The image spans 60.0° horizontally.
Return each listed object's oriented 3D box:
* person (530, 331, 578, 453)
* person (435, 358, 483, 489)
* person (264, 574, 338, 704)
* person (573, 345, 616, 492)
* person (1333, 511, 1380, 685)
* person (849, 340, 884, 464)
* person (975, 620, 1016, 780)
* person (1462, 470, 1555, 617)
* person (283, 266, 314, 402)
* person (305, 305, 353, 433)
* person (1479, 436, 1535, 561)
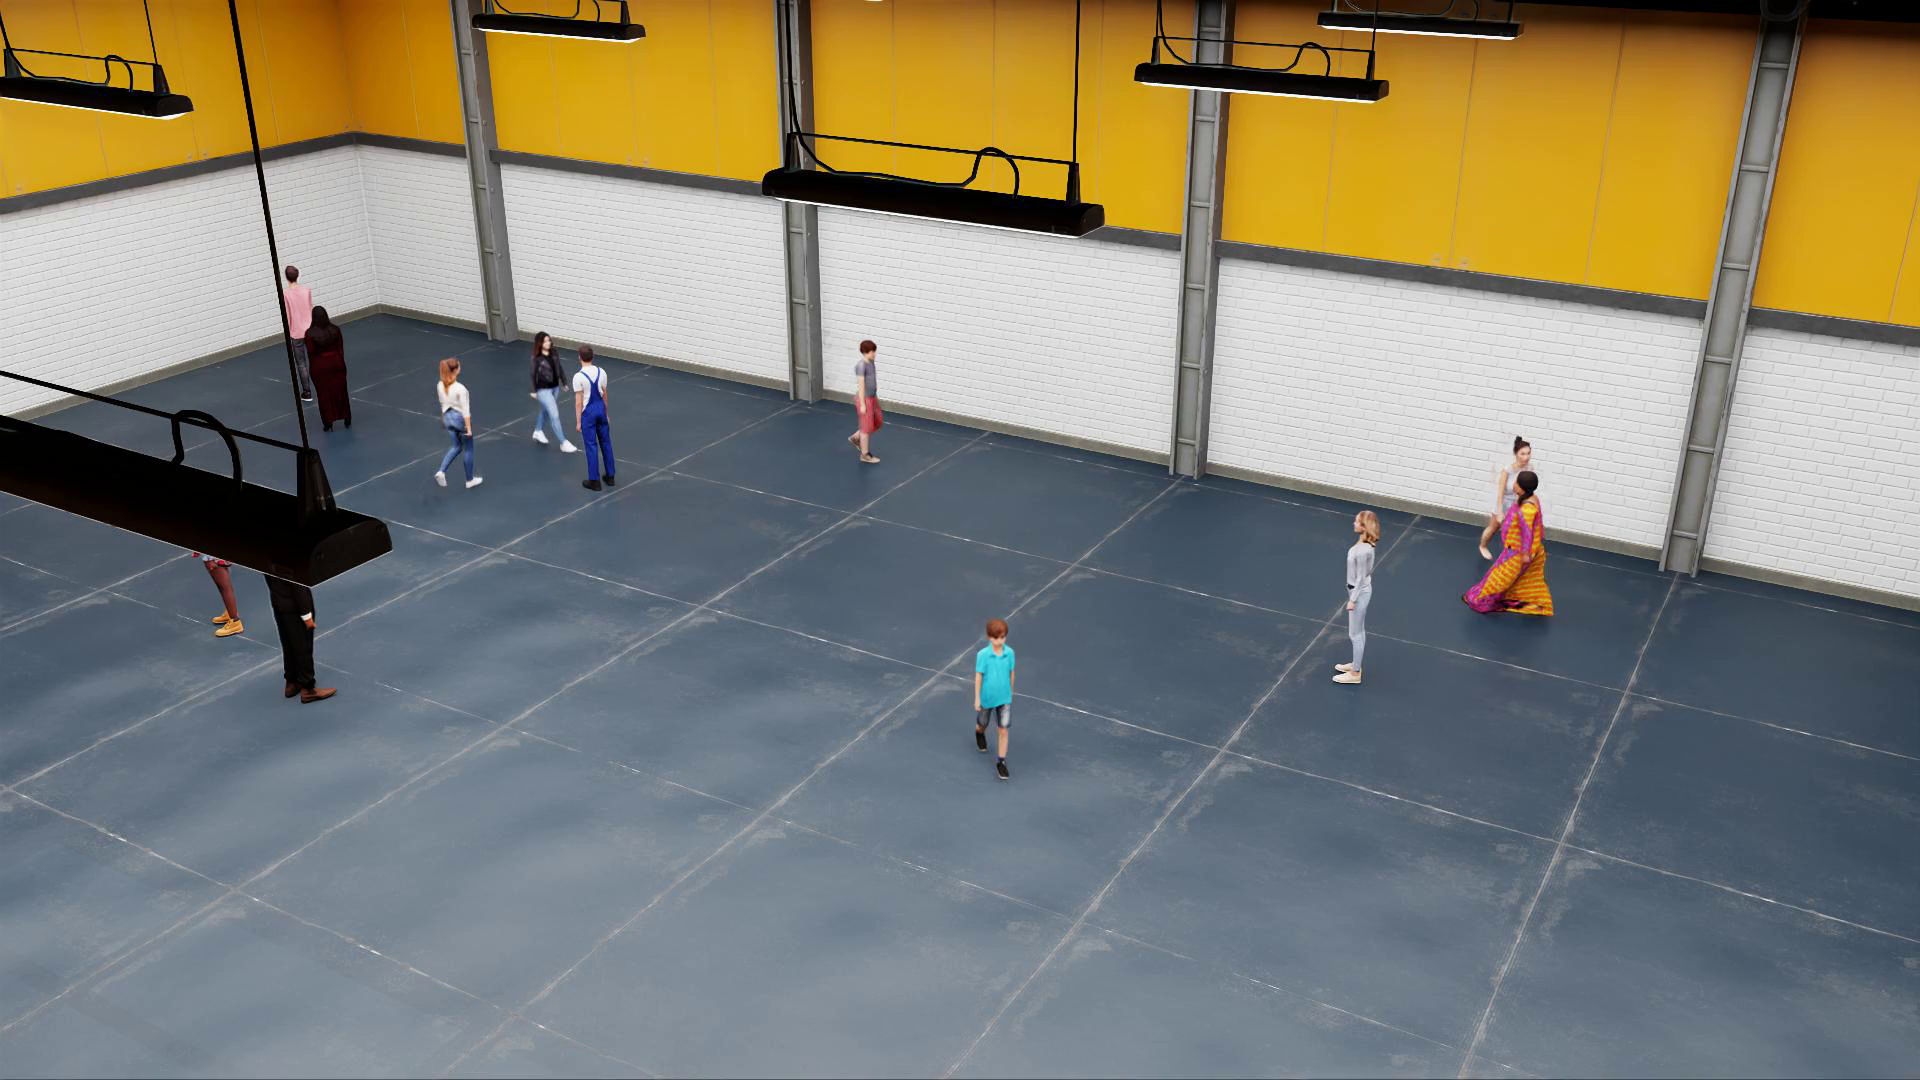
[{"bbox_3d":[-5.535,-1.980,22.138,1.087,1.590,0.672,15,28,30],"label":"person"},{"bbox_3d":[-6.318,-1.409,20.690,0.796,1.704,0.664,14,27,28],"label":"person"},{"bbox_3d":[-6.346,0.623,15.792,0.598,1.903,0.807,18,30,36],"label":"person"},{"bbox_3d":[-4.595,-1.543,20.815,0.693,1.849,0.673,-21,31,-39],"label":"person"},{"bbox_3d":[3.865,0.542,16.110,0.579,1.797,0.630,7,25,16],"label":"person"},{"bbox_3d":[-1.295,-1.824,21.723,0.746,1.636,0.603,11,26,24],"label":"person"},{"bbox_3d":[0.283,1.344,14.730,0.914,1.432,0.944,-5,24,-11],"label":"person"},{"bbox_3d":[5.933,0.069,17.387,1.197,1.641,0.744,9,25,21],"label":"person"},{"bbox_3d":[-9.494,-2.988,23.986,0.603,1.957,0.676,19,30,37],"label":"person"},{"bbox_3d":[-8.658,-2.358,22.794,0.736,1.758,0.713,-19,30,-37],"label":"person"},{"bbox_3d":[6.096,-0.392,18.527,1.095,1.572,1.098,-4,24,-10],"label":"person"}]
